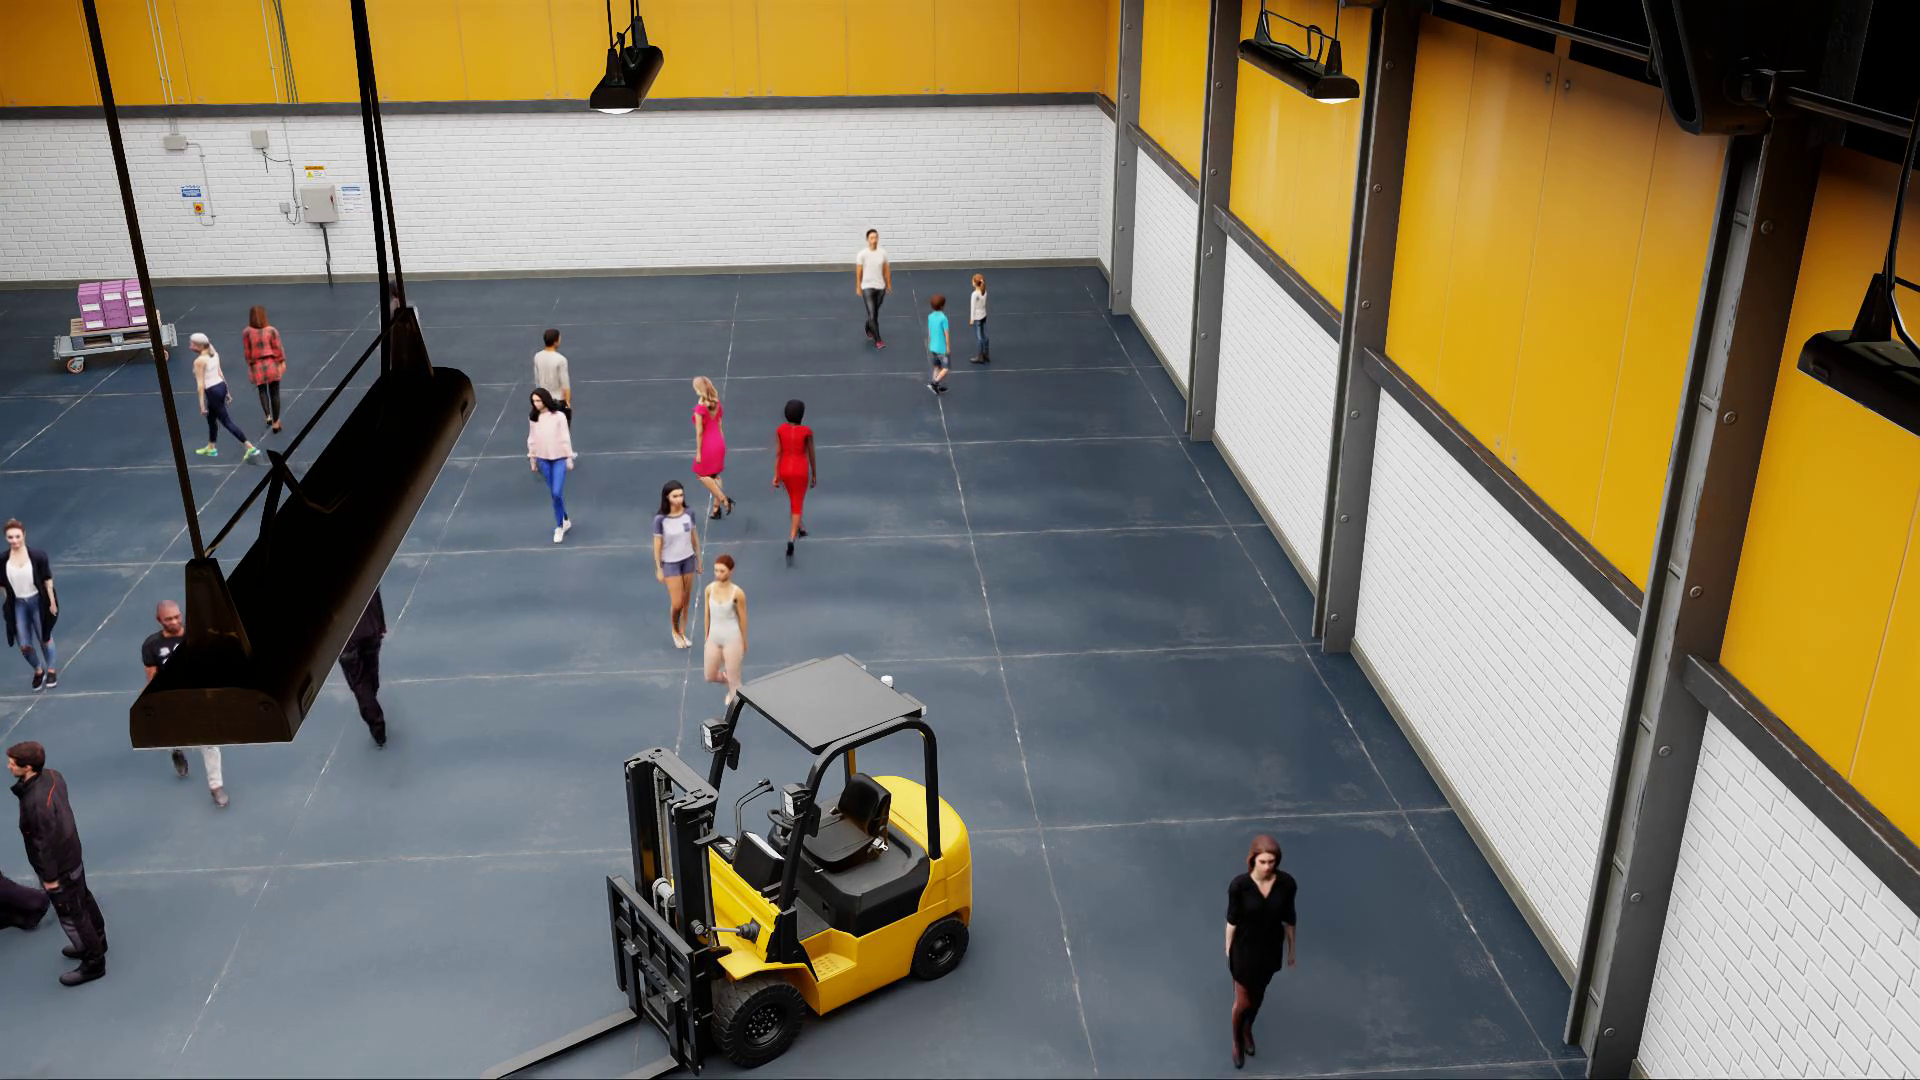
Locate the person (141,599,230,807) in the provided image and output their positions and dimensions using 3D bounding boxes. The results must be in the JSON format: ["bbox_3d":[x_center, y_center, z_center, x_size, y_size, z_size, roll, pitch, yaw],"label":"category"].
[{"bbox_3d":[-6.351,1.281,13.596,1.026,1.780,1.211,-17,29,-33],"label":"person"}]

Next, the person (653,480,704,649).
[{"bbox_3d":[-2.772,0.212,16.111,0.710,1.724,0.745,-17,29,-34],"label":"person"}]

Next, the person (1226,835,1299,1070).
[{"bbox_3d":[1.890,2.585,10.719,0.604,1.694,0.625,-4,24,-9],"label":"person"}]

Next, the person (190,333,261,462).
[{"bbox_3d":[-9.167,-1.739,20.660,0.923,1.655,1.183,5,24,11],"label":"person"}]

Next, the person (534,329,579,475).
[{"bbox_3d":[-5.023,-1.678,20.373,0.964,1.773,1.208,8,25,17],"label":"person"}]

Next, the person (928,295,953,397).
[{"bbox_3d":[-0.327,-2.680,23.076,0.789,1.444,0.739,-21,31,-39],"label":"person"}]

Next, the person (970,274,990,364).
[{"bbox_3d":[0.298,-3.281,24.618,0.617,1.310,0.549,15,28,31],"label":"person"}]

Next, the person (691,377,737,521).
[{"bbox_3d":[-2.774,-1.017,18.939,0.896,1.711,0.856,15,27,30],"label":"person"}]

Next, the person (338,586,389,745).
[{"bbox_3d":[-5.202,0.891,14.407,1.123,1.843,1.320,-16,29,-33],"label":"person"}]

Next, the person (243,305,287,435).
[{"bbox_3d":[-9.063,-2.200,21.669,0.650,1.691,0.639,-4,24,-9],"label":"person"}]

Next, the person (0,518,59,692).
[{"bbox_3d":[-8.568,0.566,15.366,0.710,1.672,0.778,-8,25,-17],"label":"person"}]

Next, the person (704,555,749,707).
[{"bbox_3d":[-2.041,0.865,14.727,0.717,1.635,0.824,8,25,17],"label":"person"}]

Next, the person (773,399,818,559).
[{"bbox_3d":[-1.819,-0.629,18.062,0.898,1.702,1.212,5,24,11],"label":"person"}]

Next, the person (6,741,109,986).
[{"bbox_3d":[-6.197,2.185,11.456,0.833,1.836,0.627,-10,25,-21],"label":"person"}]

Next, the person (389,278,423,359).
[{"bbox_3d":[-7.472,-2.551,22.335,0.828,1.801,1.222,-6,24,-14],"label":"person"}]

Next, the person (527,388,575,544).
[{"bbox_3d":[-4.520,-0.895,18.619,0.804,1.743,0.910,6,24,13],"label":"person"}]

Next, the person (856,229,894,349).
[{"bbox_3d":[-1.344,-3.847,25.352,0.908,1.759,1.212,-10,25,-21],"label":"person"}]
